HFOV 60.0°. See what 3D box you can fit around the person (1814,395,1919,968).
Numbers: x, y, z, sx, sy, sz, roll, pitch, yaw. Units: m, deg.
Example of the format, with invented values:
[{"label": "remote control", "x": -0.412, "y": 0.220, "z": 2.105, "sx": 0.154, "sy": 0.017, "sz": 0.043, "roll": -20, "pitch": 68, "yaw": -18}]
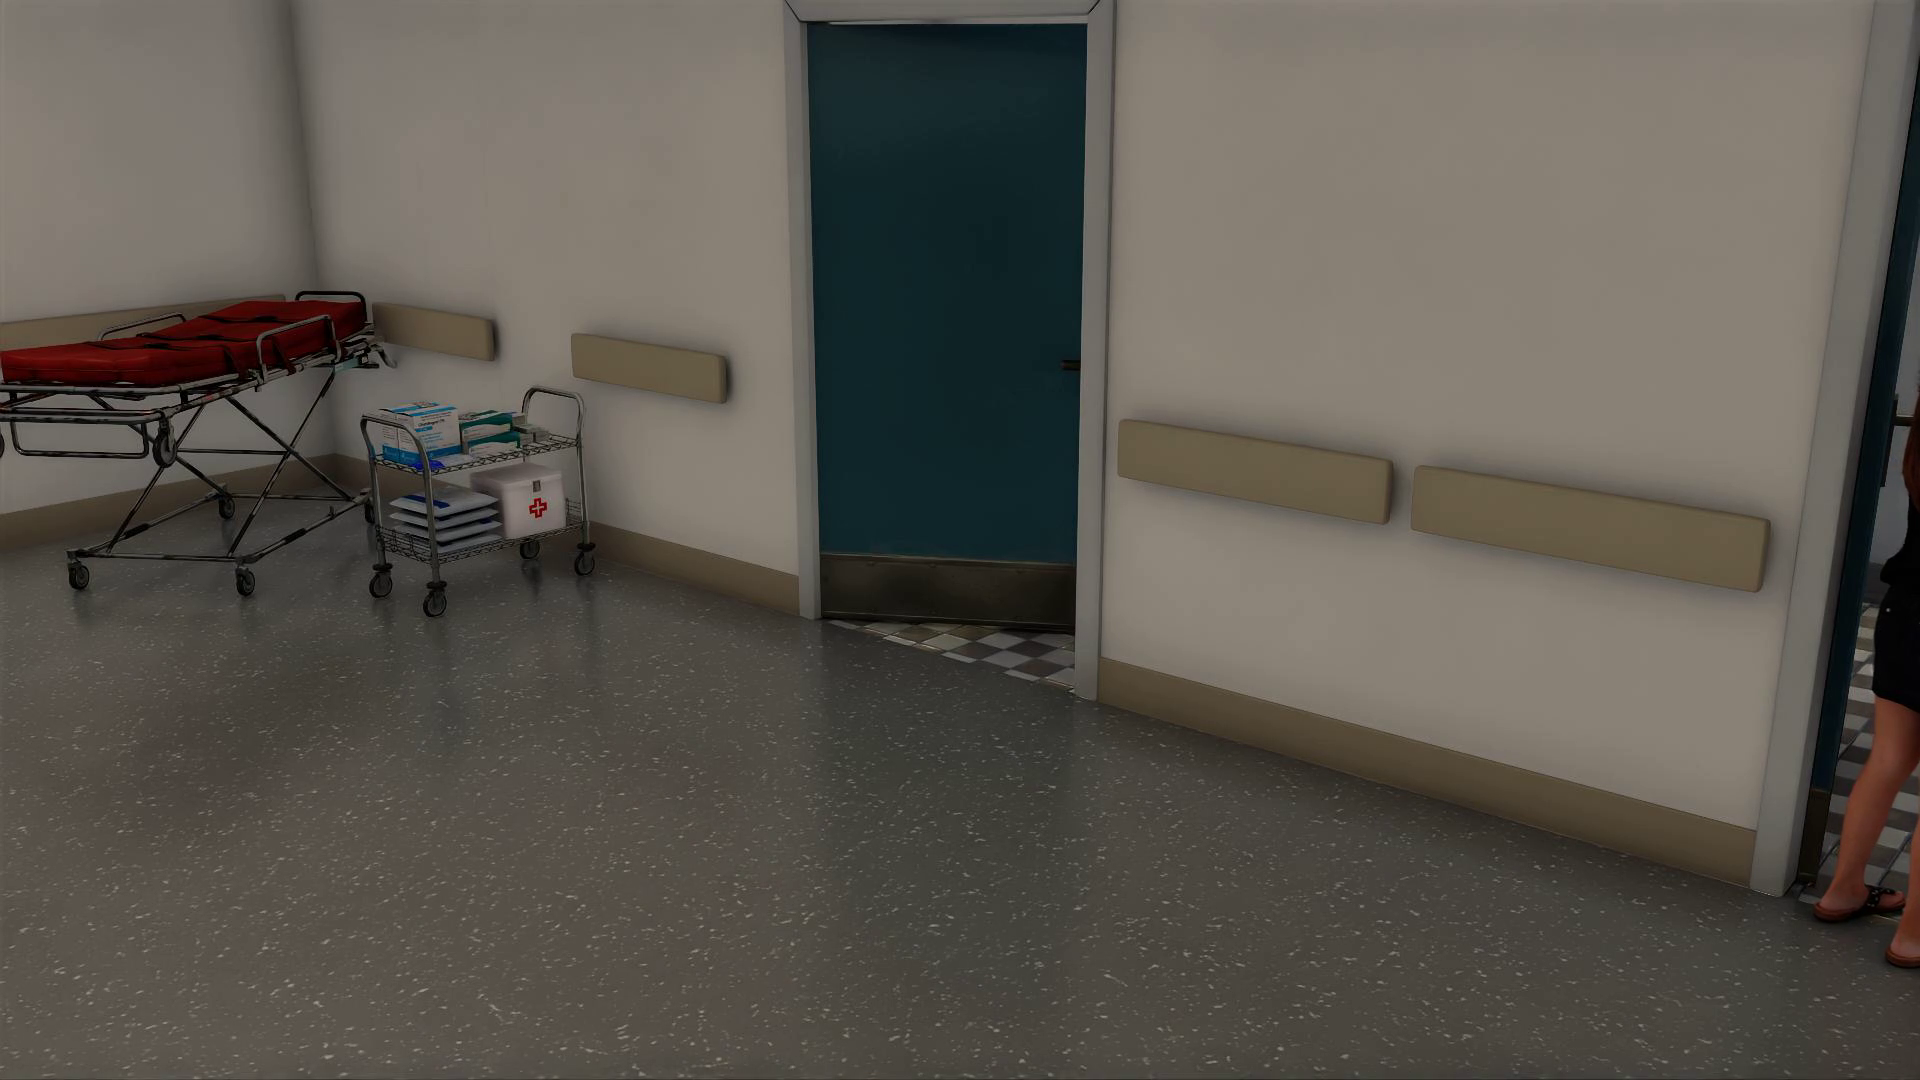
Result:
[{"label": "person", "x": 2.308, "y": 0.224, "z": 3.902, "sx": 0.686, "sy": 1.552, "sz": 0.616, "roll": -3, "pitch": 16, "yaw": -12}]
